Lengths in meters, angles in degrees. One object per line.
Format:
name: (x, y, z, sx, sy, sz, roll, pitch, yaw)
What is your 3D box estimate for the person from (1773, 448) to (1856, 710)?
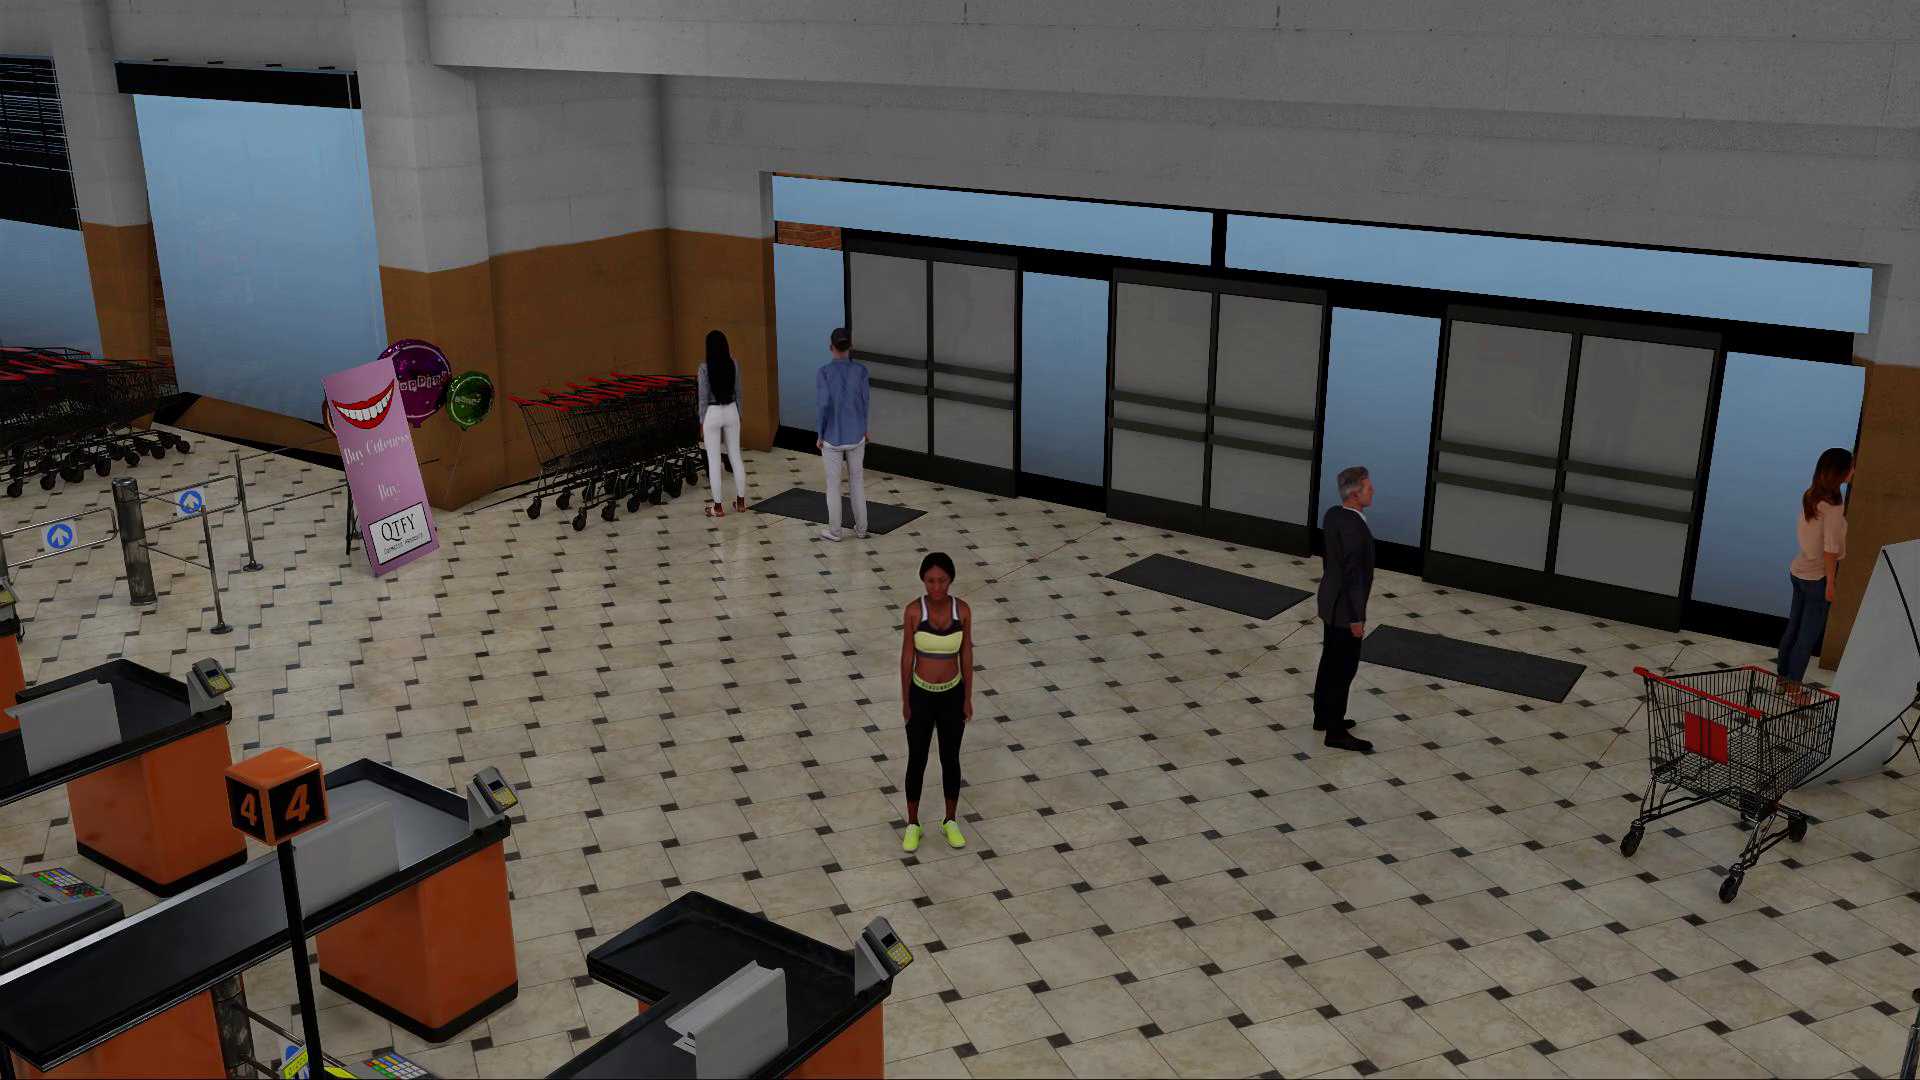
person: (5.730, 0.243, 11.171, 0.728, 1.792, 0.619, 2, 19, 5)

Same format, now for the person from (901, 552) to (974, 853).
person: (-0.134, 0.890, 9.313, 0.639, 1.754, 0.688, -2, 19, -6)

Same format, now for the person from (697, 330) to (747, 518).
person: (-2.181, -1.073, 15.182, 0.594, 1.724, 0.723, -11, 22, -29)

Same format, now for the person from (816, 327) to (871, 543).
person: (-1.022, -0.917, 14.461, 0.681, 1.888, 0.801, -8, 20, -23)

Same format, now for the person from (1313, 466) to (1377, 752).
person: (2.455, 0.409, 10.601, 0.872, 1.842, 0.775, -1, 19, -2)
